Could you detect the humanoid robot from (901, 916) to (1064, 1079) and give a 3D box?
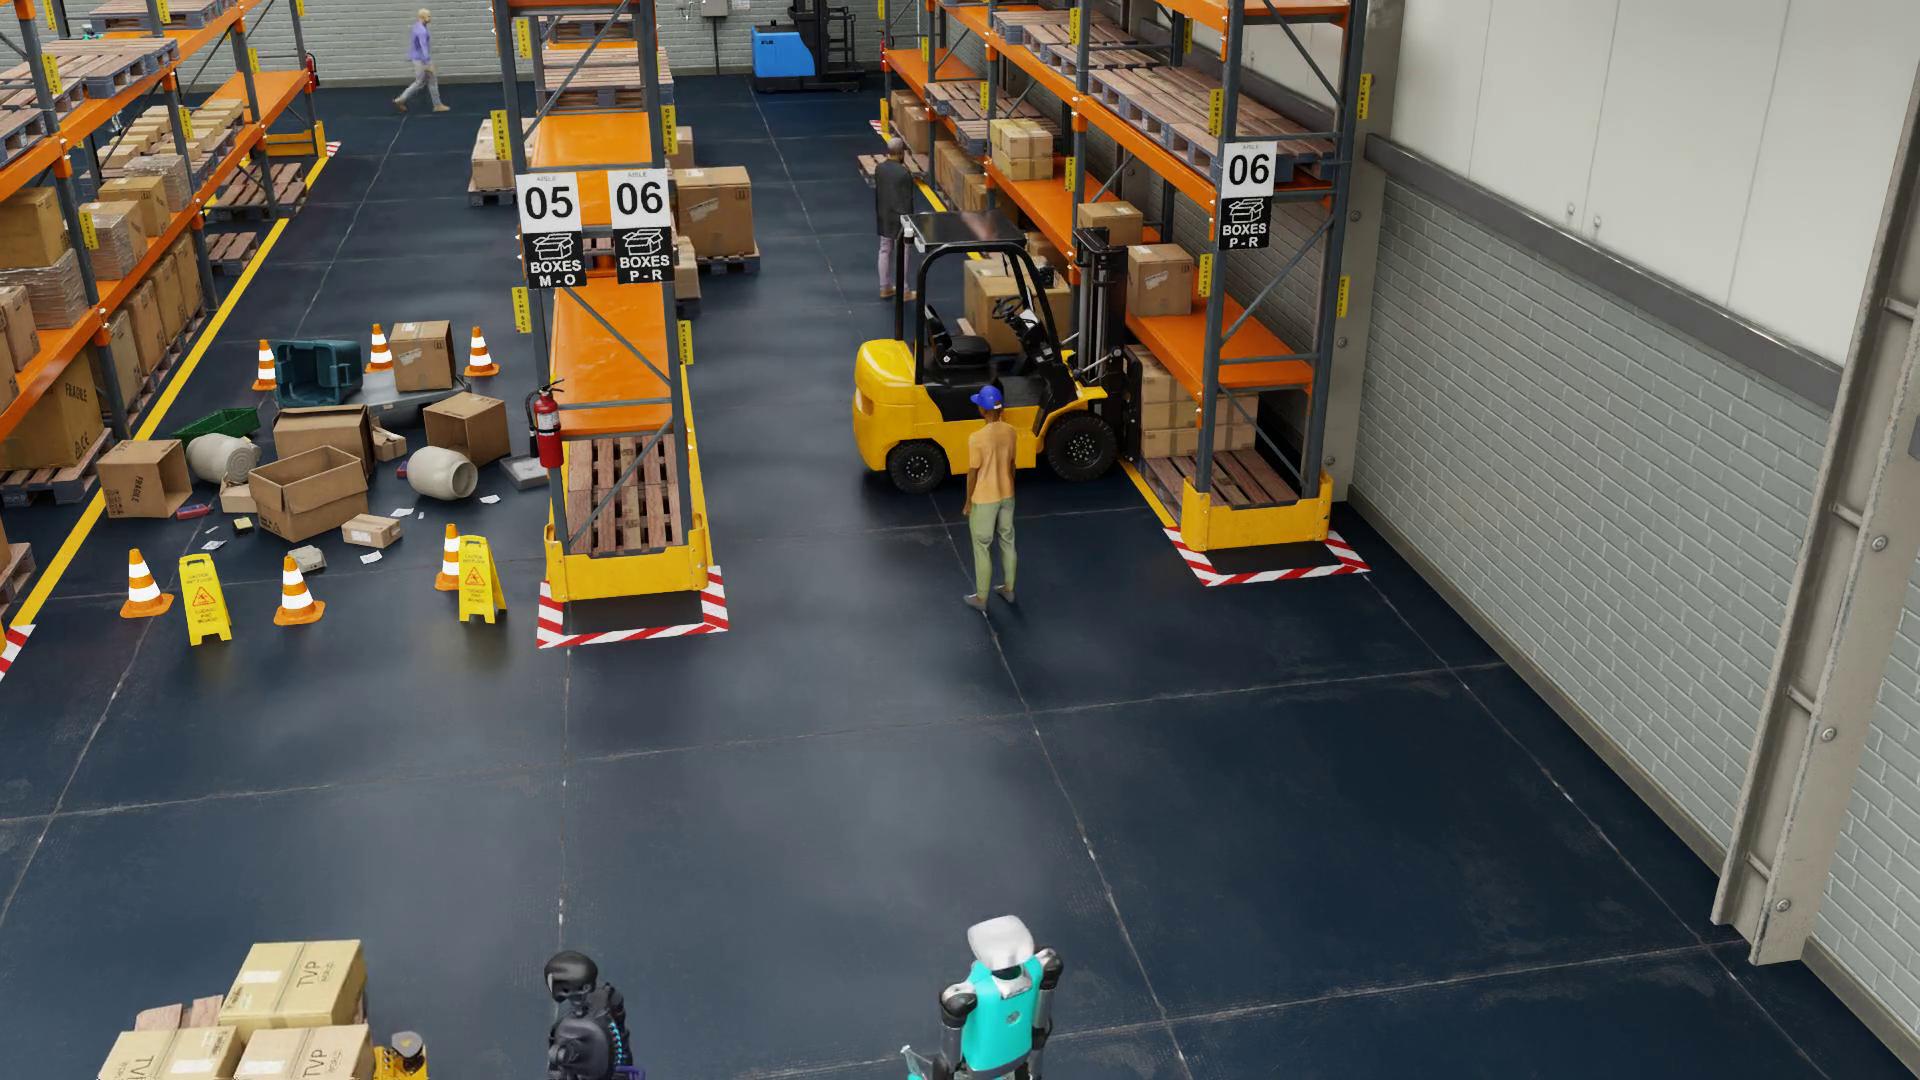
[{"bbox_3d":[0.035,2.195,6.875,0.538,1.763,0.913,-15,29,-28],"label":"humanoid robot"}]

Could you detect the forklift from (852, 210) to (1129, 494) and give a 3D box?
[{"bbox_3d":[0.216,-1.659,14.366,2.313,2.155,1.214,-5,26,-10],"label":"forklift"}]

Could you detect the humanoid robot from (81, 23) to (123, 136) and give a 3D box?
[{"bbox_3d":[-13.743,-7.380,26.825,0.535,1.763,0.978,-21,33,-37],"label":"humanoid robot"}]

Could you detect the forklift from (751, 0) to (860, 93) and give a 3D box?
[{"bbox_3d":[-2.872,-9.679,30.288,1.873,2.768,1.129,-5,26,-10],"label":"forklift"}]

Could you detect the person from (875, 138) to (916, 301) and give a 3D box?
[{"bbox_3d":[-0.741,-3.626,18.859,0.523,1.850,0.402,20,32,35],"label":"person"}]

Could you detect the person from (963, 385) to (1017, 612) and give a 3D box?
[{"bbox_3d":[0.210,-0.315,12.121,0.433,1.707,0.383,-19,32,-35],"label":"person"}]

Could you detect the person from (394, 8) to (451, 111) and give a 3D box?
[{"bbox_3d":[-9.318,-8.202,28.518,0.857,1.749,0.597,-9,27,-18],"label":"person"}]

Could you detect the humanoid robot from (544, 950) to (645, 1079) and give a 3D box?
[{"bbox_3d":[-1.394,2.349,6.616,0.428,1.635,0.597,7,26,13],"label":"humanoid robot"}]

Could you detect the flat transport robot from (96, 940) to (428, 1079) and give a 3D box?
[{"bbox_3d":[-3.174,2.665,7.580,1.431,0.231,0.659,-8,27,-16],"label":"flat transport robot"}]
